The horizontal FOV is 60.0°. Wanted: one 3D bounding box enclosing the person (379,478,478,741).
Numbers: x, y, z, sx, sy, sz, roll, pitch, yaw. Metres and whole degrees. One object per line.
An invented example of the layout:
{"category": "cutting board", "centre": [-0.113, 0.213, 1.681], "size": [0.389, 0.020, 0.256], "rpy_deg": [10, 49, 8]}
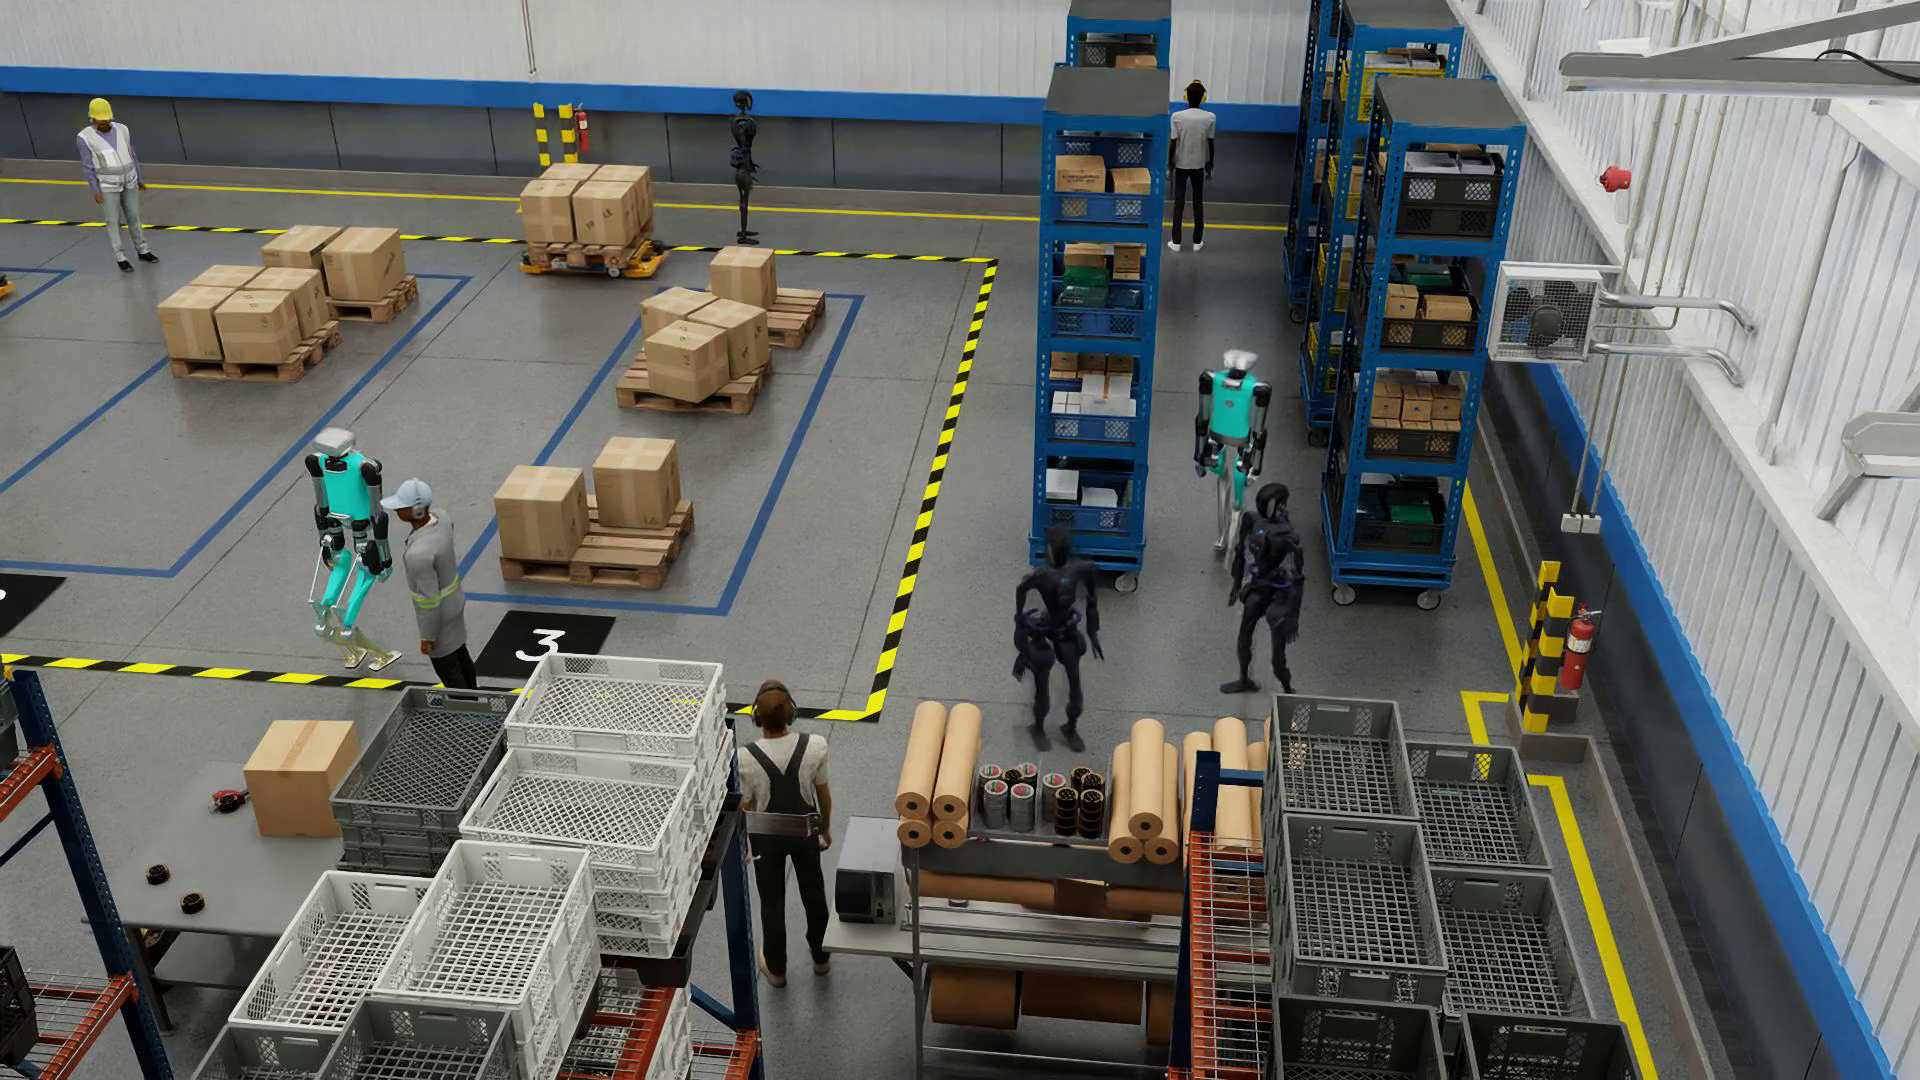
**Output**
{"category": "person", "centre": [-3.271, 0.440, 10.344], "size": [0.378, 1.852, 0.596], "rpy_deg": [-2, 30, -3]}

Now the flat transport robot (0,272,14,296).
{"category": "flat transport robot", "centre": [-10.603, -2.582, 17.080], "size": [1.431, 0.197, 0.652], "rpy_deg": [3, 30, 6]}

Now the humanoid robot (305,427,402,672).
{"category": "humanoid robot", "centre": [-4.048, 0.147, 10.828], "size": [0.533, 1.677, 0.735], "rpy_deg": [9, 31, 15]}

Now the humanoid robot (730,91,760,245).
{"category": "humanoid robot", "centre": [-2.366, -4.123, 18.342], "size": [0.315, 1.655, 0.599], "rpy_deg": [-2, 30, -3]}

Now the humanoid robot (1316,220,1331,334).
{"category": "humanoid robot", "centre": [3.506, -2.515, 15.579], "size": [0.315, 1.657, 0.599], "rpy_deg": [17, 34, 27]}

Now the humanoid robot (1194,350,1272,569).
{"category": "humanoid robot", "centre": [2.053, -0.645, 12.352], "size": [0.542, 1.811, 0.760], "rpy_deg": [14, 33, 22]}

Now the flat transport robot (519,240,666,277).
{"category": "flat transport robot", "centre": [-3.950, -3.065, 17.910], "size": [1.431, 0.197, 0.652], "rpy_deg": [3, 30, 6]}

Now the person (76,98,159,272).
{"category": "person", "centre": [-8.915, -3.768, 17.600], "size": [0.404, 1.824, 0.586], "rpy_deg": [19, 35, 29]}

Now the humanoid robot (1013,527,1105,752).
{"category": "humanoid robot", "centre": [0.590, 0.605, 10.240], "size": [0.595, 1.640, 0.383], "rpy_deg": [-11, 32, -19]}

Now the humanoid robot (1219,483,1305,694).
{"category": "humanoid robot", "centre": [1.990, 0.347, 10.672], "size": [0.375, 1.639, 0.607], "rpy_deg": [-22, 37, -33]}

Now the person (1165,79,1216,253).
{"category": "person", "centre": [2.492, -4.040, 18.022], "size": [0.527, 1.868, 0.312], "rpy_deg": [0, 30, 0]}

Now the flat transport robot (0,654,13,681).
{"category": "flat transport robot", "centre": [-7.142, 0.969, 11.010], "size": [1.431, 0.231, 0.659], "rpy_deg": [3, 30, 6]}

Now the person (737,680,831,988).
{"category": "person", "centre": [-0.903, 1.512, 8.508], "size": [0.504, 1.845, 0.347], "rpy_deg": [-9, 31, -16]}
